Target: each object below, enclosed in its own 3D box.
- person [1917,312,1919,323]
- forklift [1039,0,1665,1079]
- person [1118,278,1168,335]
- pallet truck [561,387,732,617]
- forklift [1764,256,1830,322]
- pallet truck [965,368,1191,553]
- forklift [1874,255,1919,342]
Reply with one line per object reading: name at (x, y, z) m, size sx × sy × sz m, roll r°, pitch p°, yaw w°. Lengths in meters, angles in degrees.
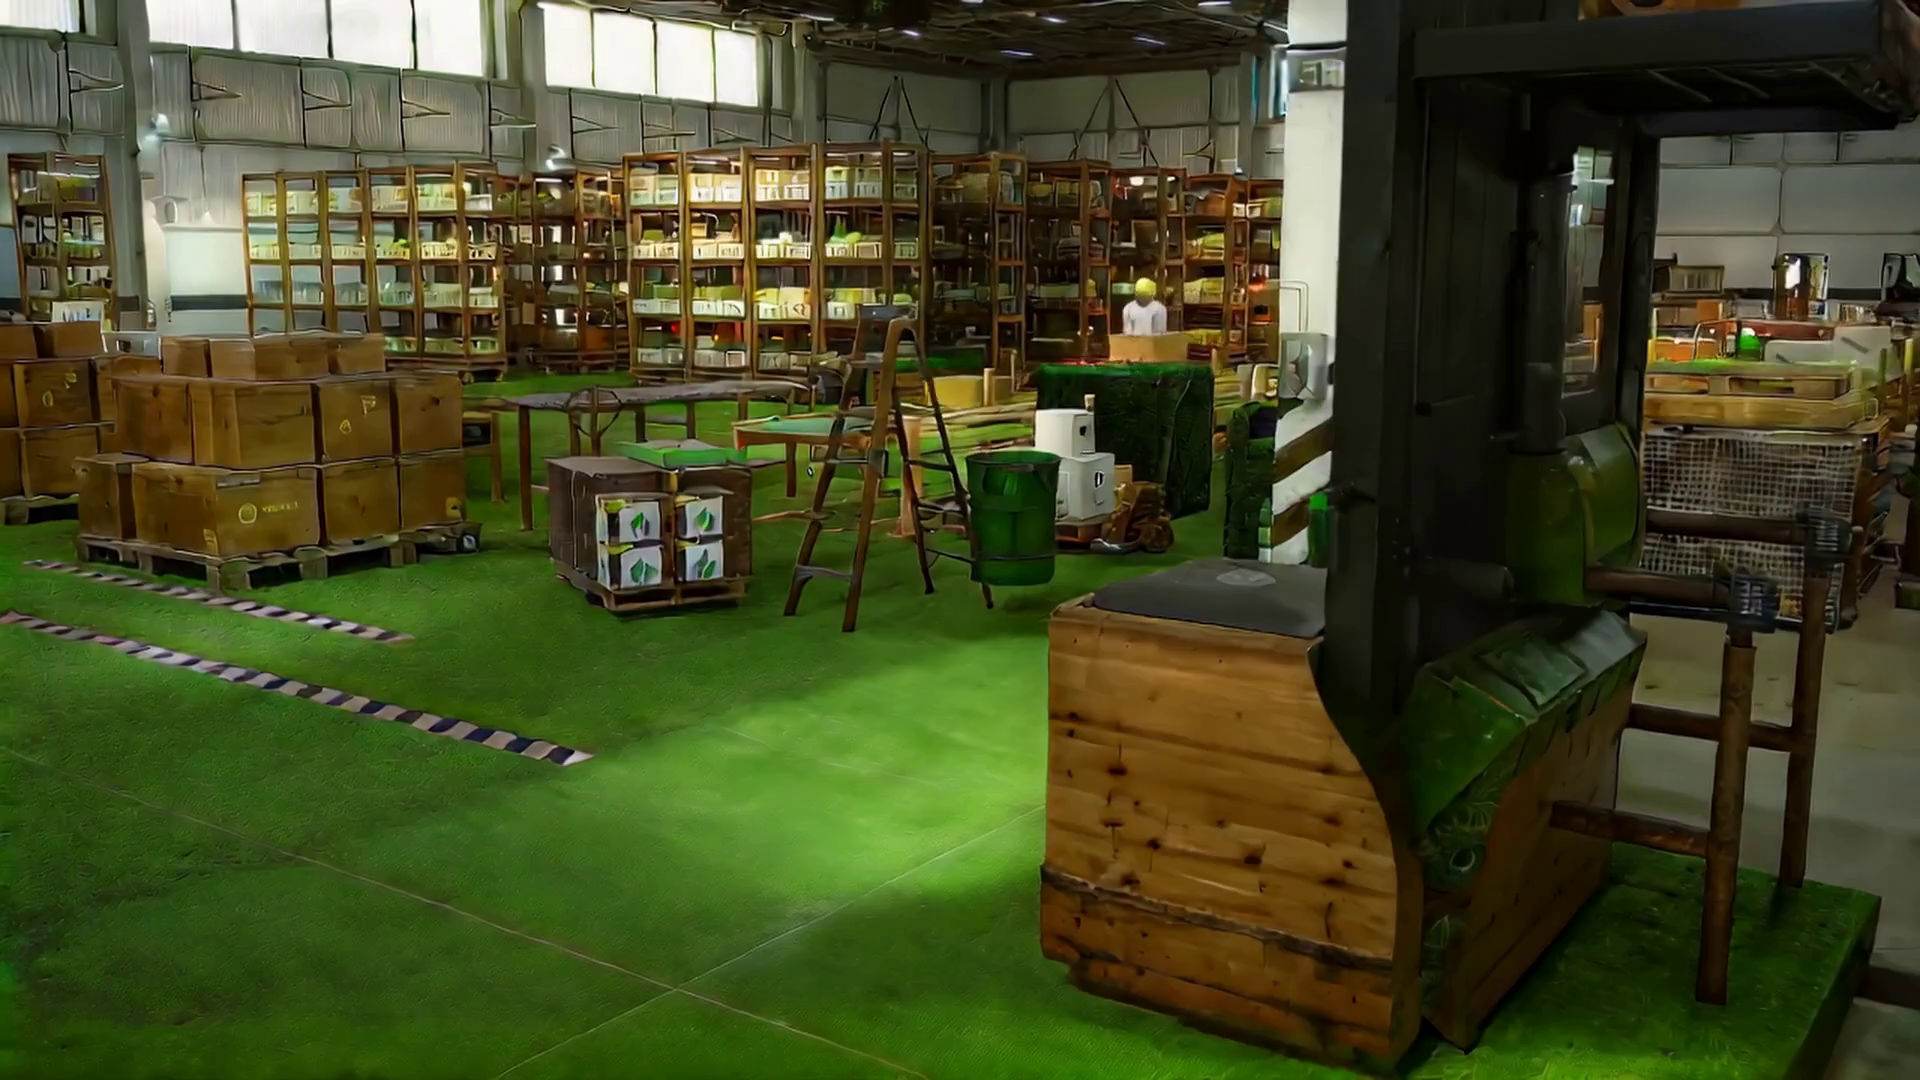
person at (19.096, -4.367, 32.902) m, size 0.752 × 1.736 × 0.548 m, roll 1°, pitch 10°, yaw 4°
forklift at (1.249, -0.137, 4.360) m, size 1.873 × 2.768 × 1.129 m, roll 7°, pitch 12°, yaw 35°
person at (2.278, -2.375, 20.881) m, size 0.612 × 1.805 × 0.675 m, roll 4°, pitch 10°, yaw 22°
pallet truck at (-1.981, -0.274, 10.088) m, size 0.680 × 1.201 × 1.601 m, roll -5°, pitch 11°, yaw -28°
forklift at (20.253, -5.854, 40.139) m, size 1.157 × 1.987 × 2.680 m, roll 7°, pitch 12°, yaw 35°
pallet truck at (0.845, -0.609, 11.869) m, size 1.630 × 1.274 × 0.653 m, roll 7°, pitch 12°, yaw 35°
forklift at (22.089, -5.634, 38.796) m, size 1.157 × 1.987 × 2.680 m, roll 6°, pitch 11°, yaw 33°
